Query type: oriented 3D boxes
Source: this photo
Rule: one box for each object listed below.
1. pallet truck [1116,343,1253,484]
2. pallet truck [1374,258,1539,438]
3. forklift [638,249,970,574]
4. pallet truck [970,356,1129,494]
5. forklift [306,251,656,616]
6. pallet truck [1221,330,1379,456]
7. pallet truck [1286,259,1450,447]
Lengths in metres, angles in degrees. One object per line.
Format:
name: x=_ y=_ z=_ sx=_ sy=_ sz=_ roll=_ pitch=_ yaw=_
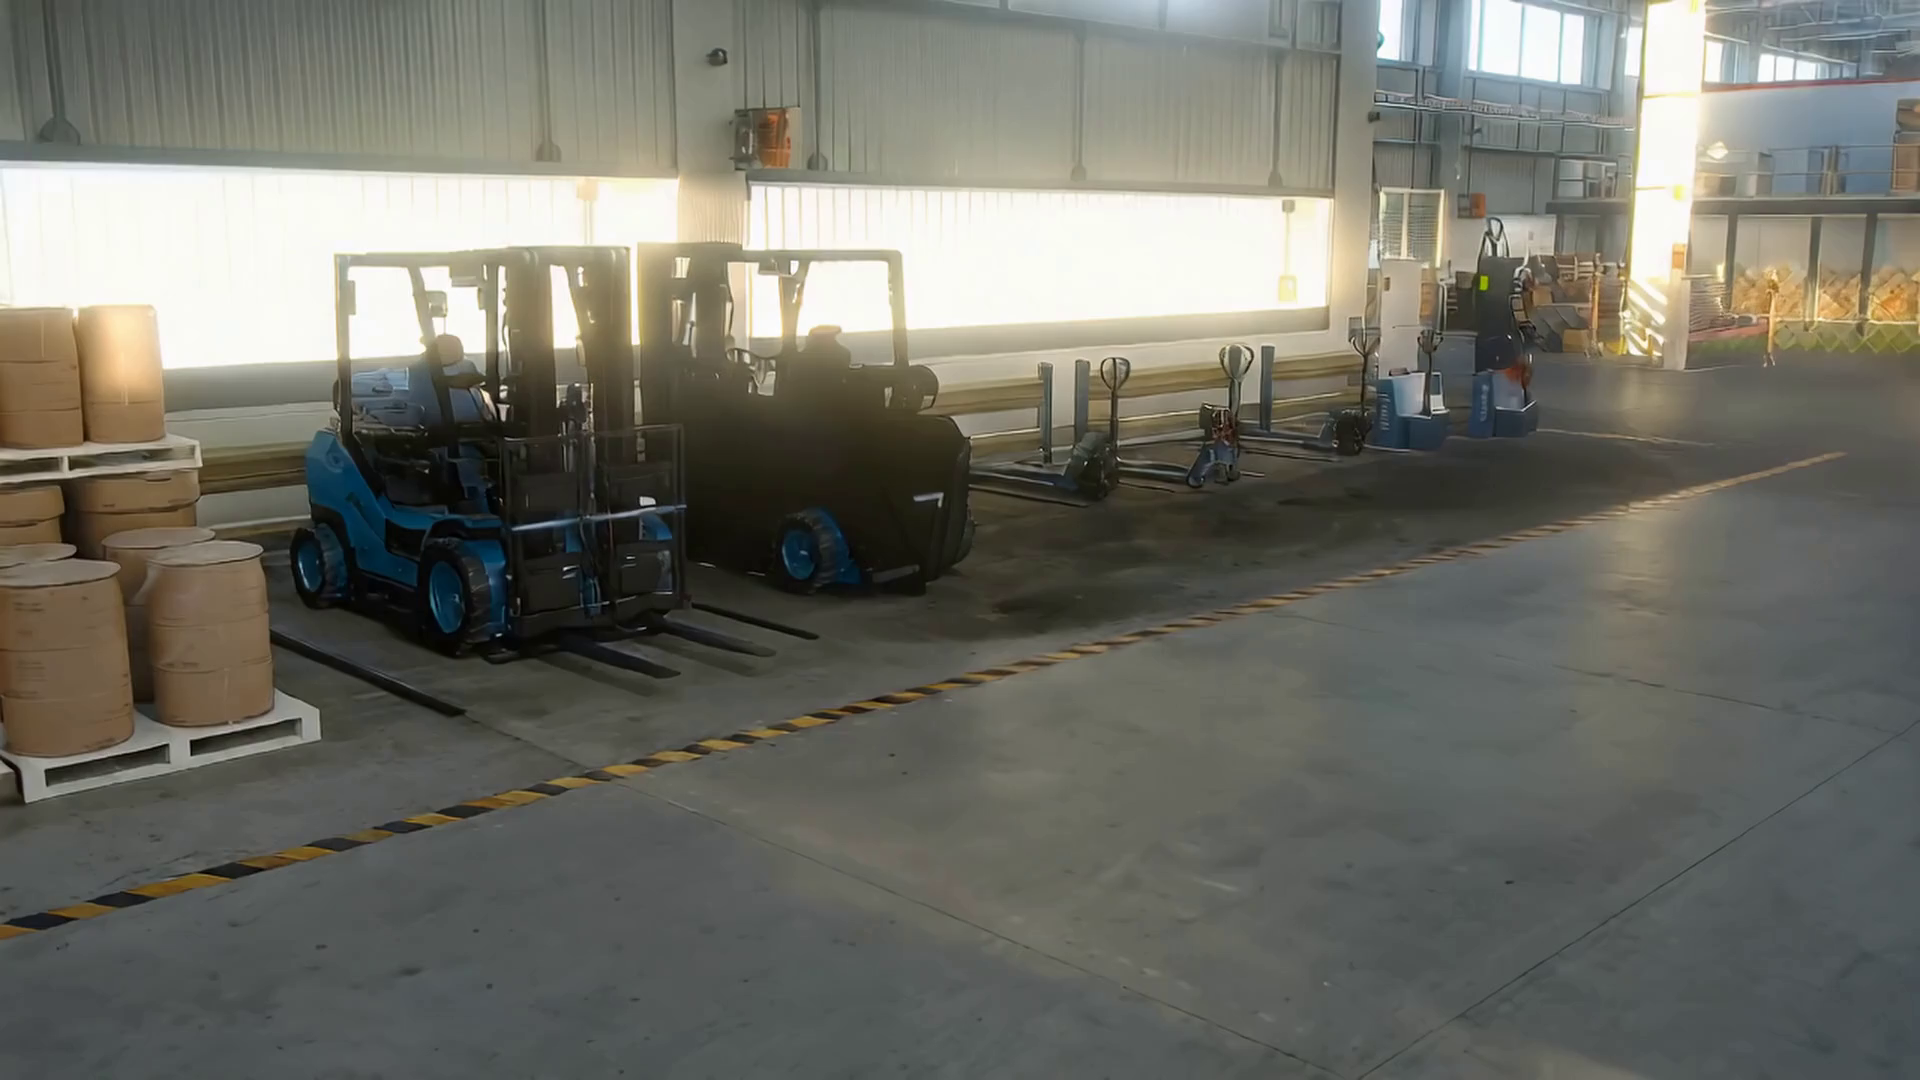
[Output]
pallet truck: x=1.962 y=-1.215 z=15.415 sx=1.522 sy=1.261 sz=0.704 roll=10 pitch=14 yaw=43
pallet truck: x=5.704 y=-2.208 z=18.901 sx=1.885 sy=1.965 sz=0.823 roll=10 pitch=14 yaw=43
forklift: x=-1.173 y=-0.958 z=11.239 sx=2.680 sy=1.987 sz=1.157 roll=10 pitch=14 yaw=43
pallet truck: x=0.784 y=-1.085 z=14.876 sx=0.680 sy=1.201 sz=1.601 roll=-10 pitch=14 yaw=-44
forklift: x=-2.833 y=-0.669 z=9.694 sx=1.157 sy=1.987 sz=2.680 roll=-10 pitch=14 yaw=-44
pallet truck: x=3.563 y=-1.581 z=17.381 sx=0.653 sy=1.274 sz=1.630 roll=-10 pitch=14 yaw=-44
pallet truck: x=4.493 y=-2.078 z=18.196 sx=0.823 sy=1.965 sz=1.885 roll=-9 pitch=14 yaw=-40
